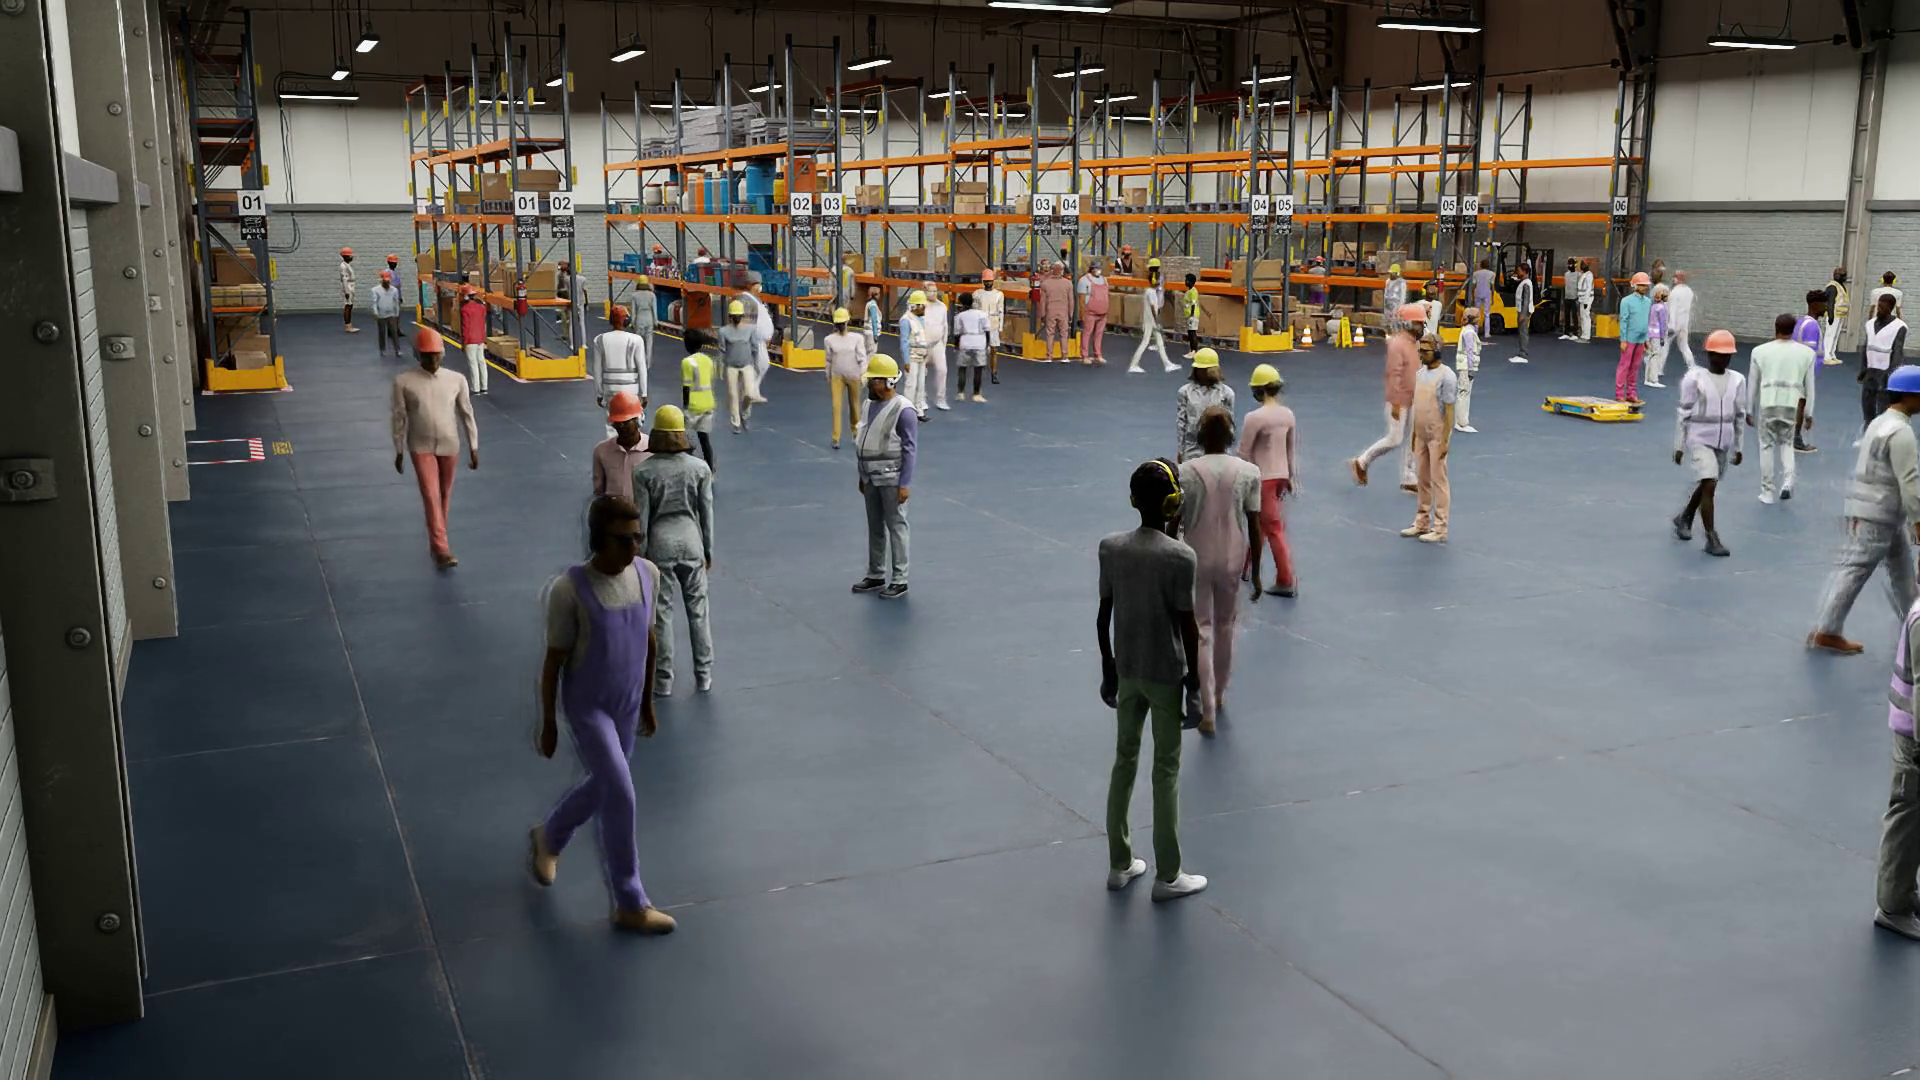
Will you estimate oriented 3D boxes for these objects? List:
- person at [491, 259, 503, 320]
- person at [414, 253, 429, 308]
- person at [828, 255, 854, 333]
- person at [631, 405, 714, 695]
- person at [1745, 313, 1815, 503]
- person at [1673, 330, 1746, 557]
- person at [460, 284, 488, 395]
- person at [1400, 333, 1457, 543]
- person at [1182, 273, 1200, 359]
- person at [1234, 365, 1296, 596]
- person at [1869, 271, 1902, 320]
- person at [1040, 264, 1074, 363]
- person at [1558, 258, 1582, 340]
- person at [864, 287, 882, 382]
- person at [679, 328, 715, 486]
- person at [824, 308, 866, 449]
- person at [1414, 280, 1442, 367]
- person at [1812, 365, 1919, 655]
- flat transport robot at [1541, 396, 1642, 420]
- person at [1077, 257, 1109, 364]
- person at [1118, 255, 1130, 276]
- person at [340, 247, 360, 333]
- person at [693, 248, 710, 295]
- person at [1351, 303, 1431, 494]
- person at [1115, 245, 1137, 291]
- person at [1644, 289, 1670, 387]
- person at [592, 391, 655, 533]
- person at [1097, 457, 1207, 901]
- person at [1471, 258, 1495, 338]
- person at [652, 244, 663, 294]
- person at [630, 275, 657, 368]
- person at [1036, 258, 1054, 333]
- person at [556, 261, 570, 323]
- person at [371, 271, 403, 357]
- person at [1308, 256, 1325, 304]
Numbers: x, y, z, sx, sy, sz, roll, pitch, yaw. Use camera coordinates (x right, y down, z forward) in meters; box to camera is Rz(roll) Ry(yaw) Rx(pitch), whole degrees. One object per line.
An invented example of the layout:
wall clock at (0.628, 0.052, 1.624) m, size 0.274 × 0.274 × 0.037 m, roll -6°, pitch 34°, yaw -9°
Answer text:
person at (-12.500, -6.741, 44.837) m, size 0.541 × 1.625 × 0.384 m, roll -9°, pitch 14°, yaw -38°
person at (-15.360, -7.306, 47.393) m, size 0.343 × 1.758 × 0.520 m, roll -4°, pitch 12°, yaw -19°
person at (-2.856, -5.876, 39.776) m, size 0.682 × 1.887 × 0.476 m, roll -4°, pitch 12°, yaw -22°
person at (-1.723, 0.059, 9.990) m, size 0.492 × 1.742 × 0.320 m, roll -5°, pitch 12°, yaw -23°
person at (8.158, -1.308, 16.577) m, size 0.597 × 1.891 × 0.455 m, roll 2°, pitch 11°, yaw 12°
person at (6.424, -0.862, 14.286) m, size 0.556 × 1.905 × 0.958 m, roll -1°, pitch 11°, yaw -5°
person at (-7.745, -3.173, 26.387) m, size 0.342 × 1.751 × 0.563 m, roll 4°, pitch 12°, yaw 18°
person at (4.138, -0.900, 14.630) m, size 0.345 × 1.840 × 0.502 m, roll -4°, pitch 12°, yaw -21°
person at (4.577, -4.430, 32.945) m, size 0.322 × 1.689 × 0.531 m, roll -1°, pitch 11°, yaw -5°
person at (2.257, -0.465, 12.673) m, size 0.542 × 1.723 × 0.873 m, roll -9°, pitch 14°, yaw -40°
person at (16.288, -3.803, 29.336) m, size 0.497 × 1.861 × 0.328 m, roll 6°, pitch 13°, yaw 27°
person at (1.868, -4.342, 31.941) m, size 0.651 × 1.906 × 0.409 m, roll 1°, pitch 11°, yaw 6°
person at (13.929, -5.488, 37.897) m, size 0.328 × 1.861 × 0.506 m, roll -6°, pitch 12°, yaw -27°
person at (-1.474, -3.466, 28.177) m, size 0.311 × 1.636 × 0.523 m, roll -2°, pitch 11°, yaw -12°
person at (-2.855, -1.406, 17.588) m, size 0.574 × 1.671 × 0.554 m, roll 5°, pitch 12°, yaw 26°
person at (-1.414, -2.010, 20.579) m, size 0.529 × 1.720 × 0.902 m, roll 0°, pitch 11°, yaw 0°
person at (7.080, -3.000, 25.210) m, size 0.517 × 1.873 × 0.328 m, roll -4°, pitch 12°, yaw -19°
person at (6.086, -0.165, 10.725) m, size 0.984 × 1.898 × 0.616 m, roll 5°, pitch 12°, yaw 22°
flat transport robot at (8.963, -1.885, 23.623) m, size 0.652 × 0.197 × 1.431 m, roll -3°, pitch 12°, yaw -14°
person at (2.603, -4.386, 31.819) m, size 0.687 × 2.000 × 0.535 m, roll -8°, pitch 14°, yaw -35°
person at (4.700, -7.224, 47.035) m, size 0.540 × 1.726 × 0.541 m, roll -5°, pitch 12°, yaw -24°
person at (-14.751, -6.035, 40.194) m, size 0.379 × 2.041 × 0.616 m, roll -2°, pitch 11°, yaw -10°
person at (-7.623, -7.752, 49.407) m, size 0.580 × 1.858 × 0.793 m, roll -3°, pitch 11°, yaw -14°
person at (4.479, -1.450, 17.085) m, size 0.759 × 1.969 × 0.627 m, roll 11°, pitch 15°, yaw 43°
person at (4.395, -6.787, 44.022) m, size 0.614 × 2.039 × 0.394 m, roll -3°, pitch 12°, yaw -17°
person at (11.584, -3.353, 27.617) m, size 0.312 × 1.631 × 0.516 m, roll 1°, pitch 11°, yaw 6°
person at (-2.122, -0.098, 10.787) m, size 0.567 × 1.743 × 0.352 m, roll 2°, pitch 11°, yaw 8°
person at (0.810, 0.584, 7.001) m, size 0.511 × 1.872 × 0.329 m, roll 9°, pitch 14°, yaw 39°
person at (12.083, -5.591, 38.442) m, size 0.506 × 1.846 × 0.351 m, roll 6°, pitch 12°, yaw 26°
person at (-8.591, -7.408, 47.296) m, size 0.397 × 1.992 × 0.621 m, roll 0°, pitch 11°, yaw 0°
person at (-5.870, -4.052, 30.895) m, size 0.509 × 1.729 × 0.388 m, roll -4°, pitch 12°, yaw -20°
person at (1.840, -5.122, 35.891) m, size 0.641 × 1.913 × 0.408 m, roll -2°, pitch 11°, yaw -12°
person at (-10.410, -6.508, 43.639) m, size 0.498 × 1.634 × 0.279 m, roll 8°, pitch 14°, yaw 36°
person at (-11.511, -4.536, 33.395) m, size 0.578 × 1.719 × 0.706 m, roll -8°, pitch 13°, yaw -34°
person at (9.460, -6.614, 43.903) m, size 0.565 × 1.744 × 0.355 m, roll 9°, pitch 14°, yaw 37°
